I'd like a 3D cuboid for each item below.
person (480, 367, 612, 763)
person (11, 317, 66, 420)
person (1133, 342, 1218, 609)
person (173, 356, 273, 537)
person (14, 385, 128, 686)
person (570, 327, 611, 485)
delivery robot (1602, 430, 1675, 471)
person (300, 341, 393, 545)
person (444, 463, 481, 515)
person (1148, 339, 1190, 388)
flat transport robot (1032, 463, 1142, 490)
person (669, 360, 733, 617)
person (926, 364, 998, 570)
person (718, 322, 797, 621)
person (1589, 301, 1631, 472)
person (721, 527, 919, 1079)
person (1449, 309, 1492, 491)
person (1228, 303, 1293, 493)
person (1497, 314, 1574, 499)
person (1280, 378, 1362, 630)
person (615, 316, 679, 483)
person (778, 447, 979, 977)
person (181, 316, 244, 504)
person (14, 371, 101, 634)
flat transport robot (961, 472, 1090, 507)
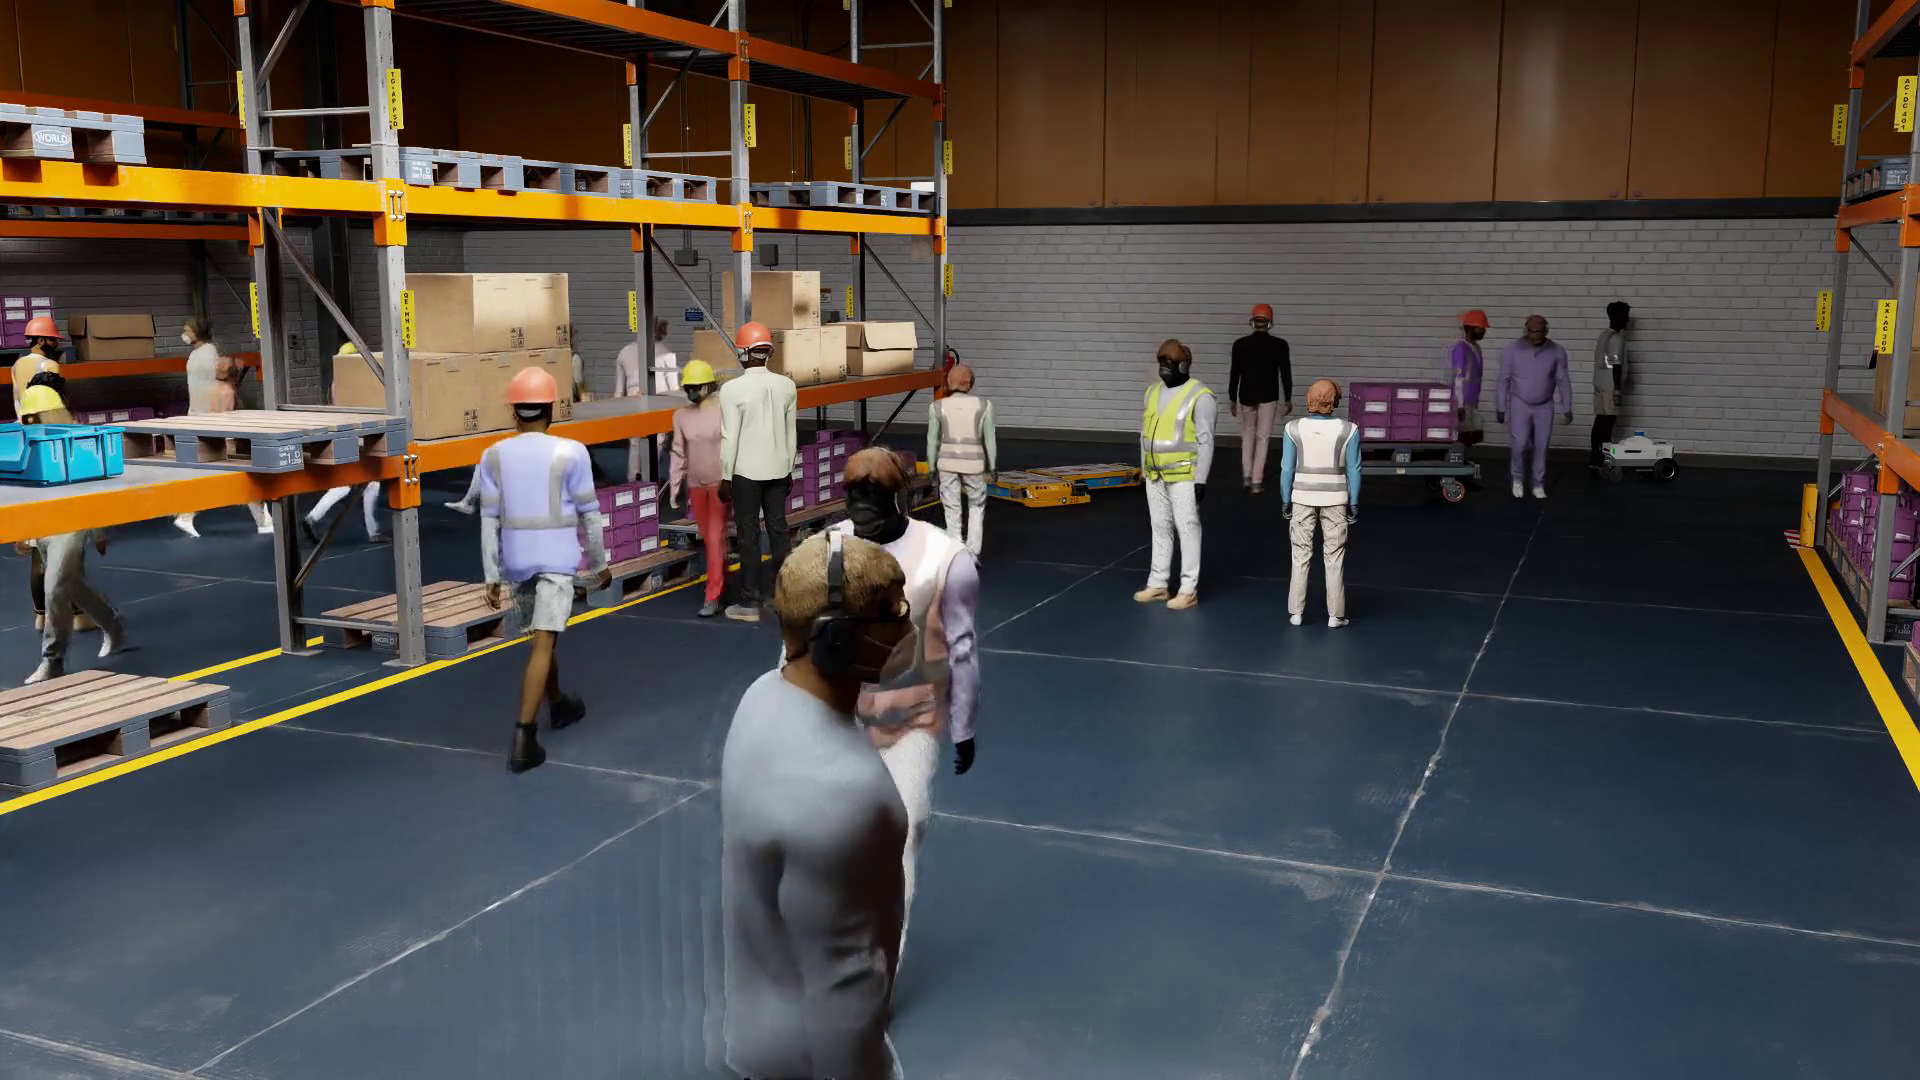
[{"bbox_3d":[-2.049,0.106,8.108,0.554,1.888,1.033,2,10,11],"label":"person"},{"bbox_3d":[-7.815,-0.936,14.239,0.548,1.932,0.377,5,11,27],"label":"person"},{"bbox_3d":[1.479,-0.449,11.571,0.429,1.842,0.630,-7,12,-37],"label":"person"},{"bbox_3d":[-6.432,-0.811,14.511,0.886,1.593,0.517,-7,11,-35],"label":"person"},{"bbox_3d":[-5.222,-0.073,9.729,0.472,1.694,0.900,3,10,17],"label":"person"},{"bbox_3d":[-3.957,-1.307,16.888,0.523,1.810,0.940,9,13,44],"label":"person"},{"bbox_3d":[7.450,-0.962,18.279,0.707,0.478,0.477,0,9,0],"label":"delivery robot"},{"bbox_3d":[-5.177,-0.799,14.003,0.528,1.746,0.737,9,13,42],"label":"person"},{"bbox_3d":[-4.408,-1.134,15.831,1.004,1.809,0.519,-9,13,-43],"label":"person"},{"bbox_3d":[2.183,-1.329,17.573,0.492,1.606,0.710,-2,10,-13],"label":"person"},{"bbox_3d":[1.344,-0.654,17.553,1.431,0.197,0.652,-6,11,-33],"label":"flat transport robot"},{"bbox_3d":[-1.741,-0.349,11.287,0.537,1.728,0.779,4,10,23],"label":"person"},{"bbox_3d":[0.012,-0.534,12.708,0.551,1.619,0.397,0,9,1],"label":"person"},{"bbox_3d":[-1.358,-0.456,11.142,0.613,1.994,0.382,-9,13,-43],"label":"person"},{"bbox_3d":[7.524,-1.775,19.247,0.369,1.957,0.609,0,9,3],"label":"person"},{"bbox_3d":[-0.278,0.925,2.991,0.514,1.920,0.644,-2,10,-13],"label":"person"},{"bbox_3d":[5.310,-1.472,17.537,0.523,1.924,0.558,8,12,39],"label":"person"},{"bbox_3d":[3.196,-1.501,17.540,0.631,1.966,0.767,5,10,27],"label":"person"},{"bbox_3d":[5.818,-1.342,16.864,0.713,1.878,0.487,1,9,5],"label":"person"},{"bbox_3d":[2.348,-0.230,10.848,0.523,1.639,0.306,3,10,20],"label":"person"},{"bbox_3d":[-3.189,-1.325,16.796,0.686,1.867,0.636,3,10,18],"label":"person"},{"bbox_3d":[-0.300,0.601,5.354,0.640,1.789,0.929,4,10,21],"label":"person"},{"bbox_3d":[-7.362,-1.245,16.260,0.991,1.894,0.646,-6,11,-32],"label":"person"},{"bbox_3d":[-5.819,-0.235,10.707,0.541,1.696,0.316,1,9,6],"label":"person"},{"bbox_3d":[0.624,-0.526,16.776,0.652,0.197,1.431,-6,11,-33],"label":"flat transport robot"}]
